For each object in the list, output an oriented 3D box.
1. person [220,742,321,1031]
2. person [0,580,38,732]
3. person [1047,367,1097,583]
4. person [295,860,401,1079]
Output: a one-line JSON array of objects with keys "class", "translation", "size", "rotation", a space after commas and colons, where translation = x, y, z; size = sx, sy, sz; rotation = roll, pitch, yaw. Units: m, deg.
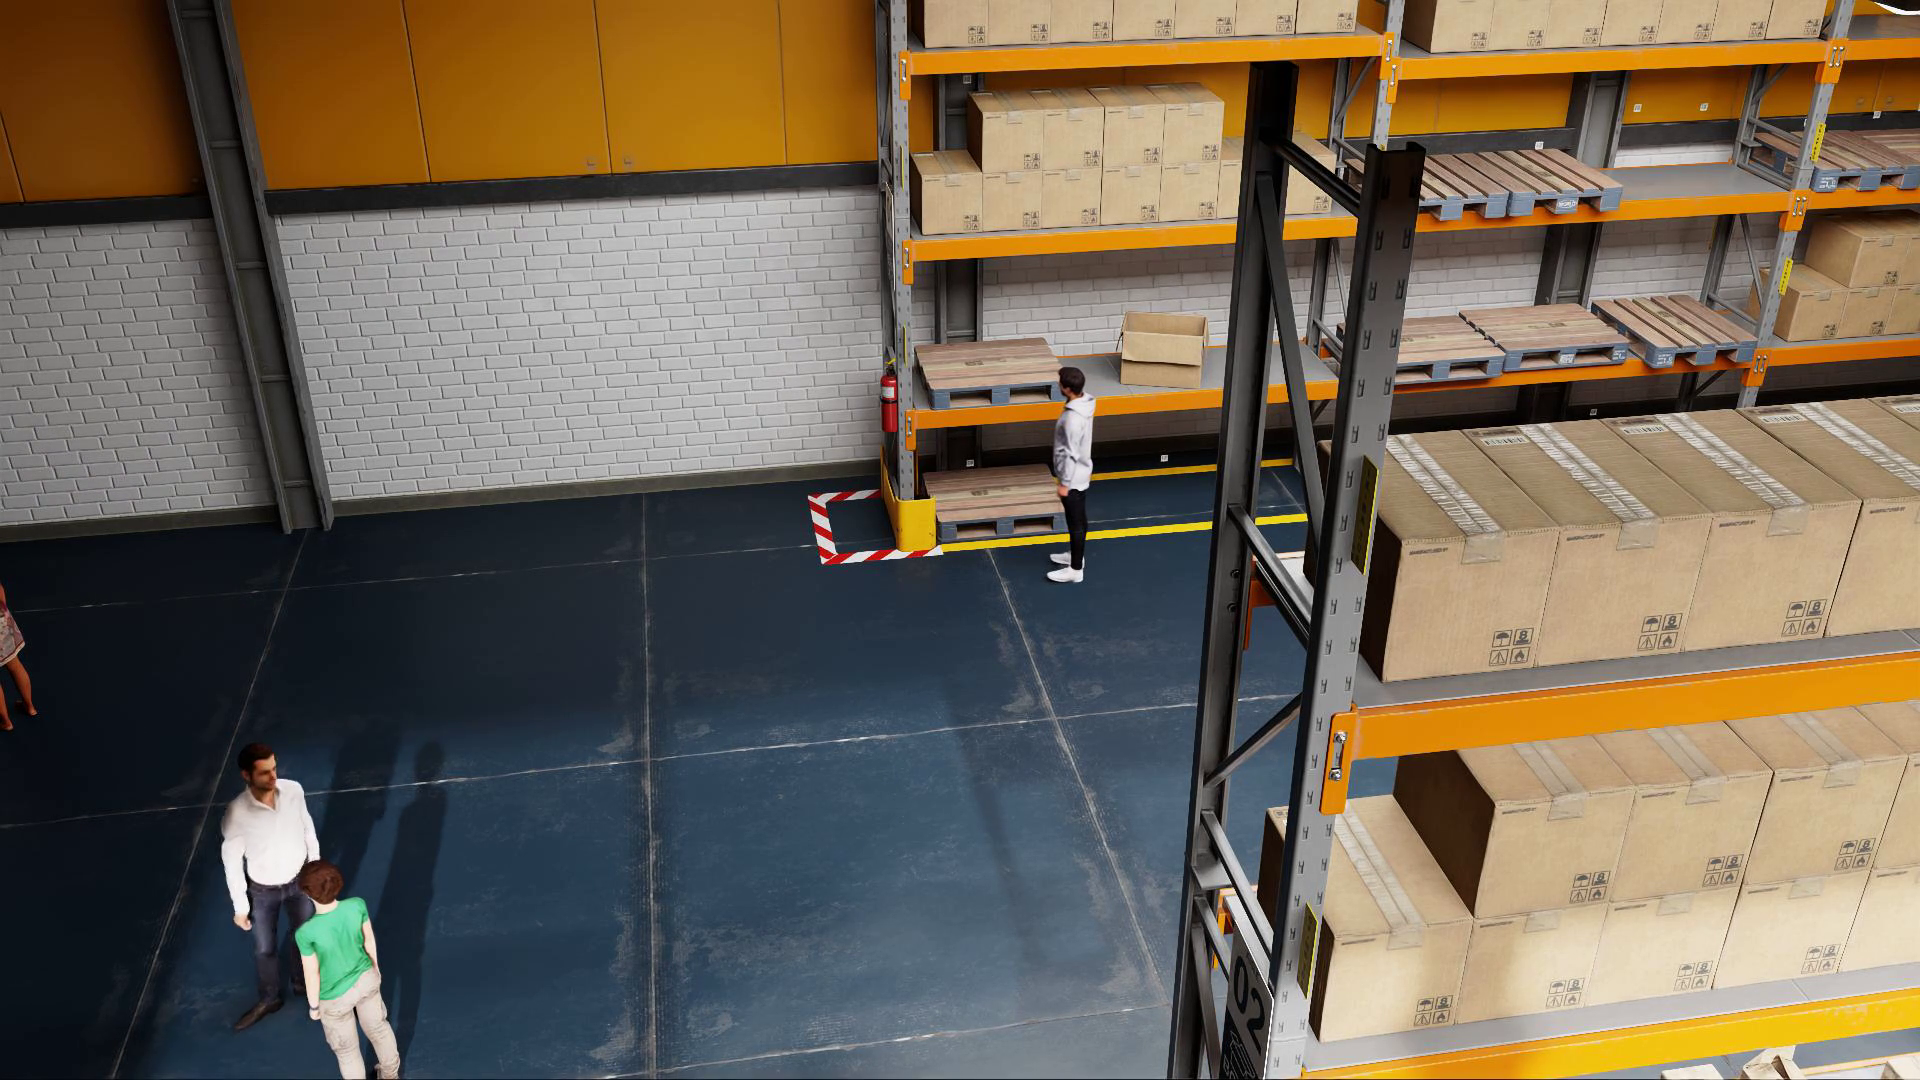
[{"class": "person", "translation": [-3.897, 1.935, 9.379], "size": [0.796, 1.858, 0.936], "rotation": [-21, 35, -33]}, {"class": "person", "translation": [-7.051, 0.621, 12.009], "size": [0.733, 1.645, 0.724], "rotation": [12, 31, 21]}, {"class": "person", "translation": [0.964, -0.561, 13.882], "size": [0.716, 1.927, 0.752], "rotation": [5, 29, 9]}, {"class": "person", "translation": [-3.236, 2.370, 8.797], "size": [0.716, 1.651, 0.649], "rotation": [20, 34, 32]}]
